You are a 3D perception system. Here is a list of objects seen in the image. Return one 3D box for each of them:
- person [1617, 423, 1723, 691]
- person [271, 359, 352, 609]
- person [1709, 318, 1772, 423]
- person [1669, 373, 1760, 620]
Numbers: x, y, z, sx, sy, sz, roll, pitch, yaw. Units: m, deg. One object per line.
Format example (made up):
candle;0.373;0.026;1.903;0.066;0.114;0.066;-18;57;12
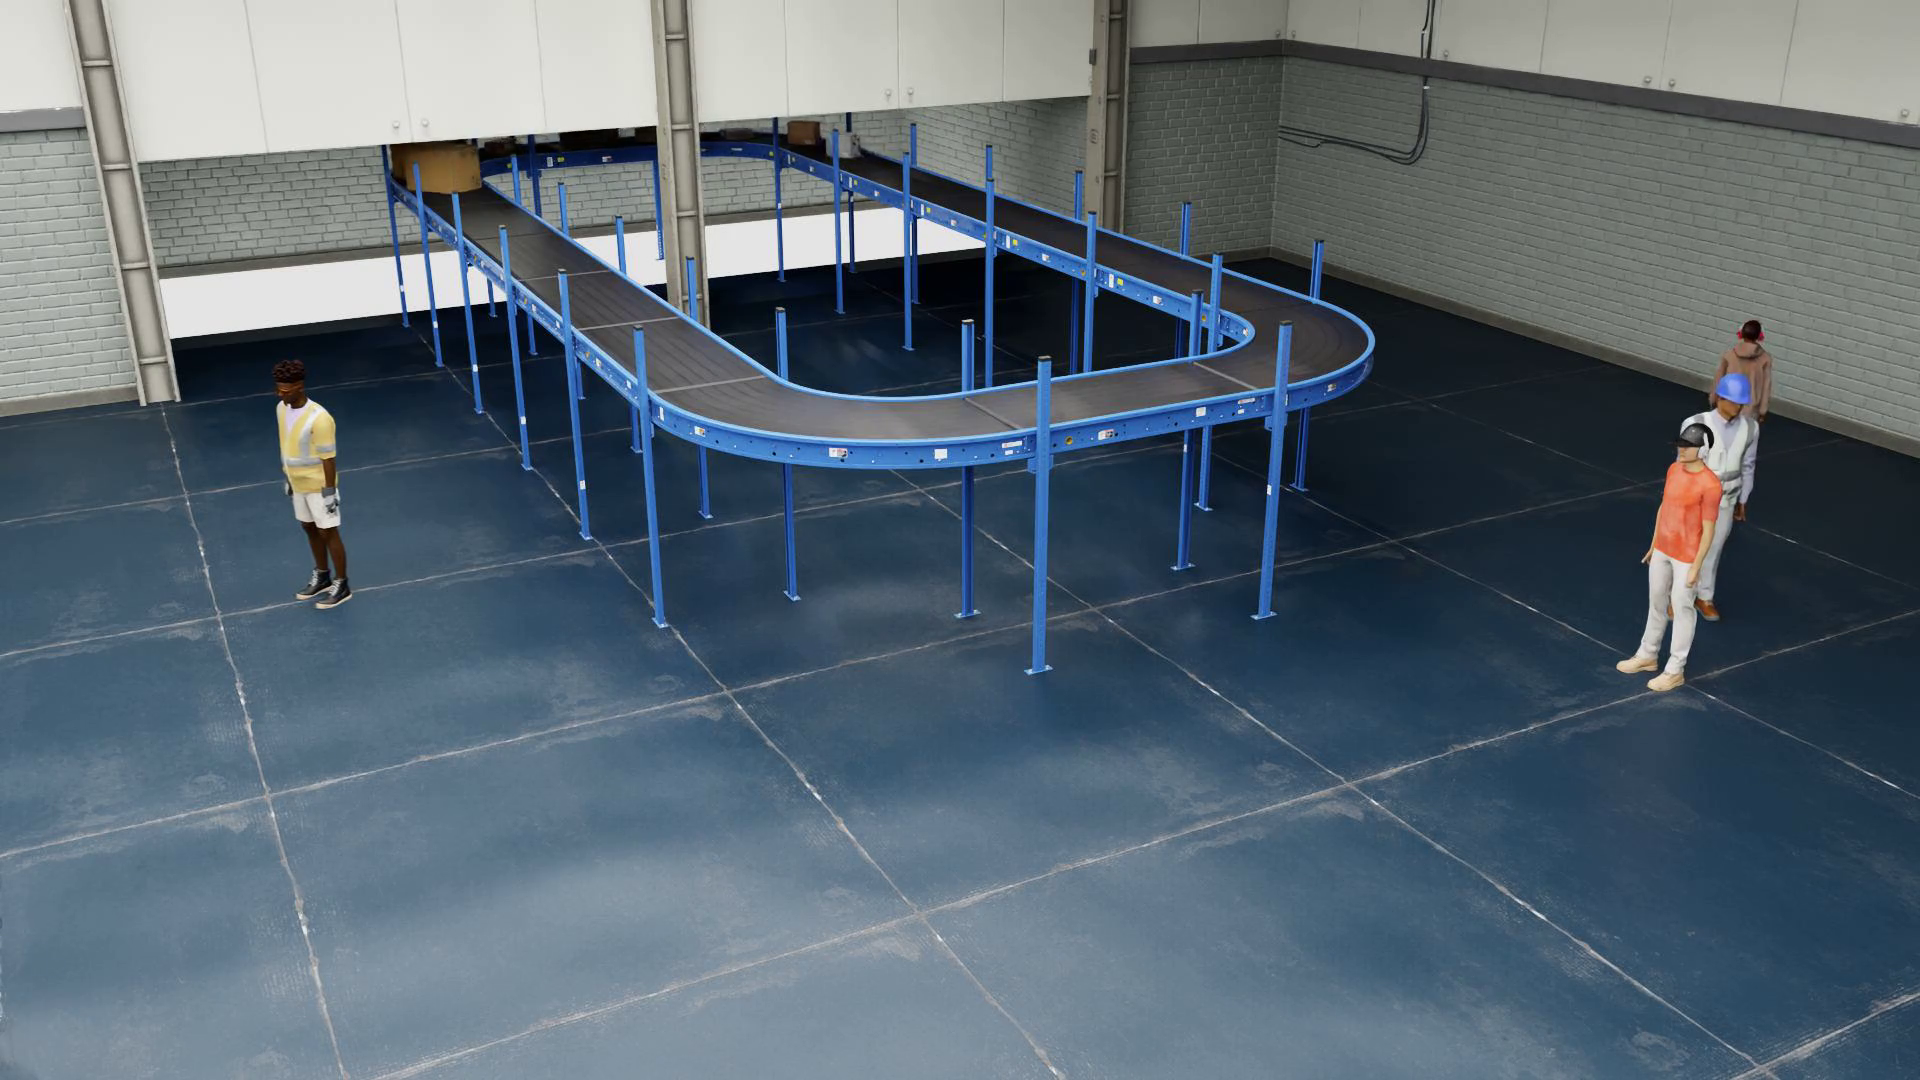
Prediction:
person;4.905;0.111;11.413;0.396;1.912;0.474;-8;23;-18
person;-4.963;-0.439;12.715;0.601;1.958;0.372;16;27;34
person;7.054;-1.229;15.083;0.498;1.623;0.709;9;24;22
person;5.612;-0.320;12.446;0.608;1.942;0.407;-1;22;-3
